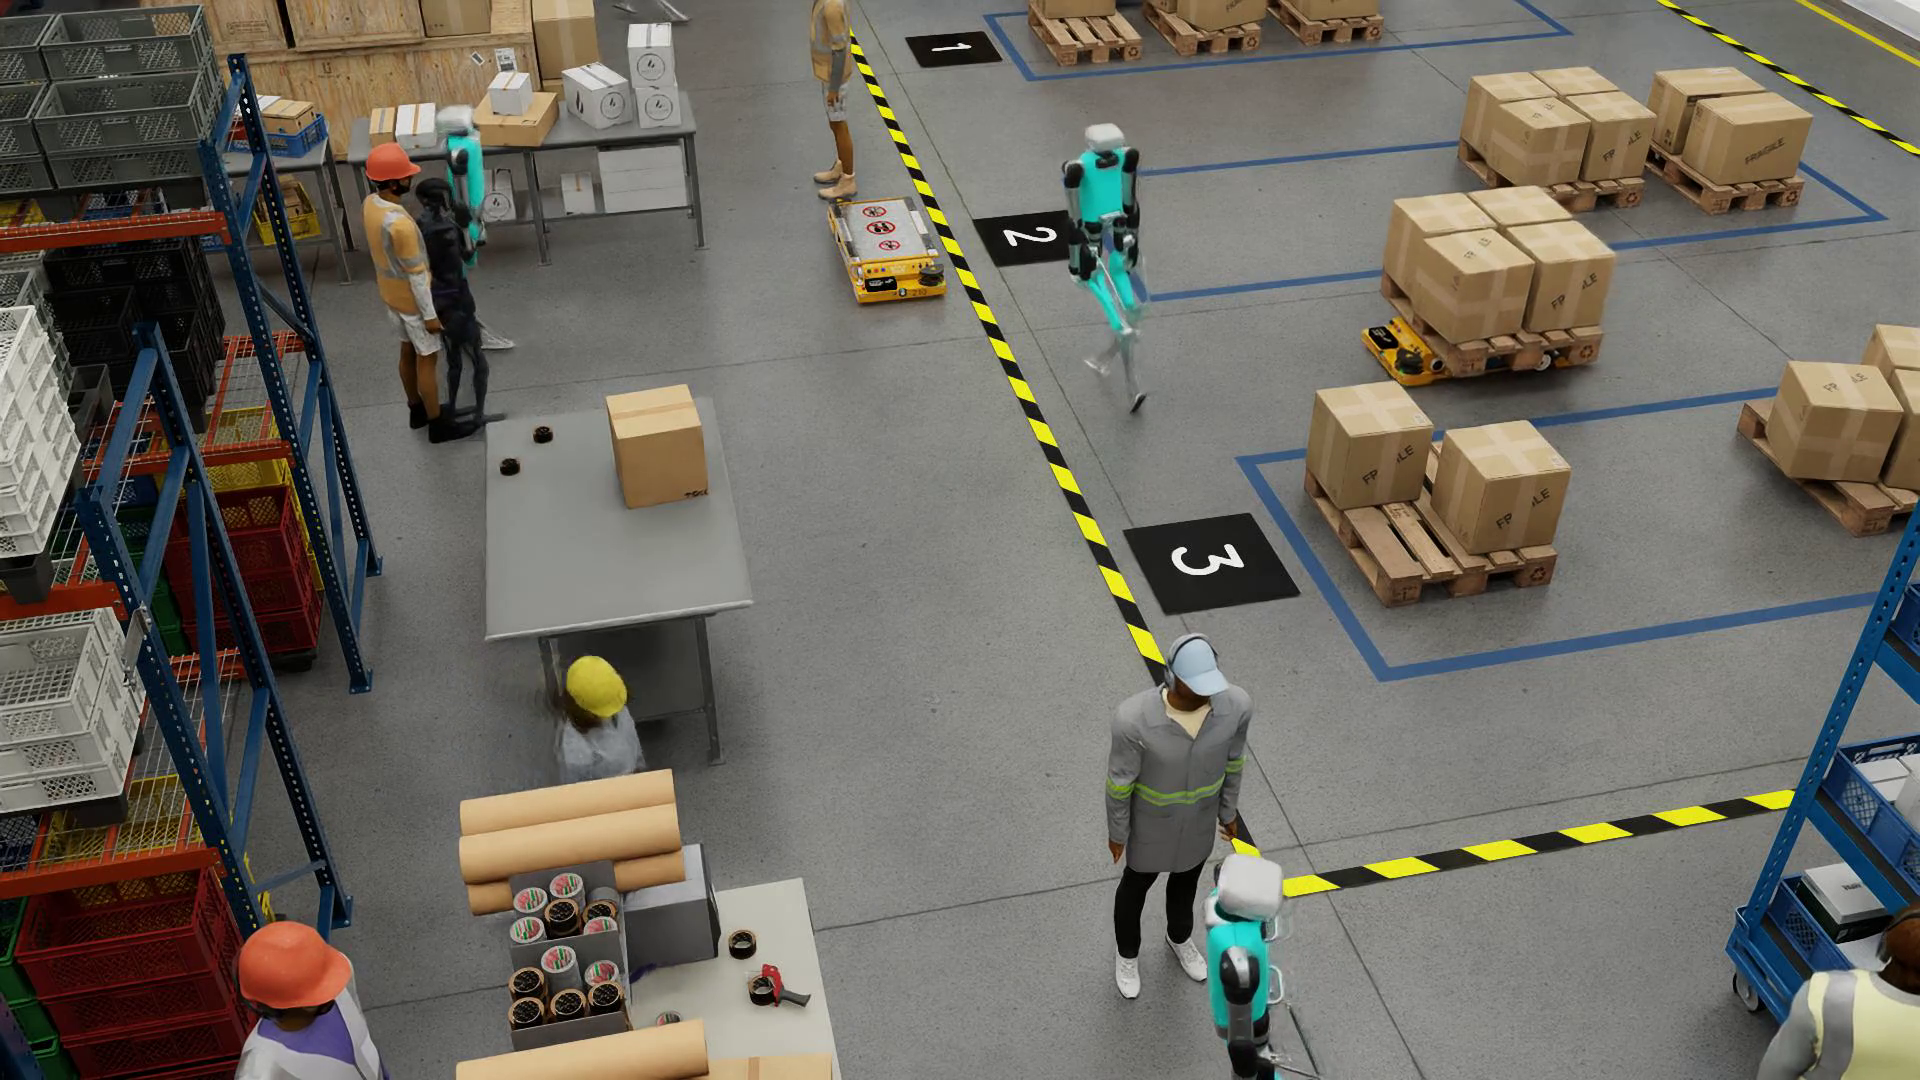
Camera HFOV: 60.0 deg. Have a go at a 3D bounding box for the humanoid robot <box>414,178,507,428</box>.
[{"bbox_3d":[-3.195,-1.478,10.368,0.367,1.646,0.587,-25,43,-30],"label":"humanoid robot"}]

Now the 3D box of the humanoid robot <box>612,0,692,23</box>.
[{"bbox_3d":[-3.205,-5.896,16.289,1.035,1.755,0.541,7,37,10],"label":"humanoid robot"}]

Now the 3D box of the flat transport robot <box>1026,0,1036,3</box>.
[{"bbox_3d":[1.331,-5.851,17.395,1.431,0.197,0.652,-8,37,-10],"label":"flat transport robot"}]

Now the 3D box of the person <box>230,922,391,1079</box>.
[{"bbox_3d":[-1.989,1.962,5.433,0.368,2.044,0.607,3,37,4],"label":"person"}]

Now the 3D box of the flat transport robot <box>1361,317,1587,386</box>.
[{"bbox_3d":[3.551,-1.378,11.382,1.431,0.197,0.652,-8,37,-10],"label":"flat transport robot"}]

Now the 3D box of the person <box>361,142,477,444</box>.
[{"bbox_3d":[-3.344,-1.505,10.179,0.375,1.936,0.547,-27,44,-31],"label":"person"}]

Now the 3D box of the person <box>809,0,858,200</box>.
[{"bbox_3d":[-1.028,-3.661,12.992,0.389,2.038,0.610,-4,37,-6],"label":"person"}]

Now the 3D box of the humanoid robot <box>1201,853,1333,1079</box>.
[{"bbox_3d":[1.166,1.800,5.912,1.008,1.737,0.540,3,37,4],"label":"humanoid robot"}]

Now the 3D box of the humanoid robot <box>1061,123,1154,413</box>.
[{"bbox_3d":[1.058,-1.676,10.607,0.556,1.776,0.966,-18,40,-22],"label":"humanoid robot"}]

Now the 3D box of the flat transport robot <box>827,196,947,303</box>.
[{"bbox_3d":[-0.570,-2.220,12.538,0.659,0.231,1.431,-8,37,-10],"label":"flat transport robot"}]

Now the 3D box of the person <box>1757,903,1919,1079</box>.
[{"bbox_3d":[3.014,1.918,5.664,0.619,1.837,0.431,10,38,13],"label":"person"}]

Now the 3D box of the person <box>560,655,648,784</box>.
[{"bbox_3d":[-1.527,1.075,6.900,0.666,1.702,0.528,3,37,5],"label":"person"}]

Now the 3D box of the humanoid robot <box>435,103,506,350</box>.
[{"bbox_3d":[-3.429,-2.053,11.002,0.742,1.695,0.530,-2,37,-3],"label":"humanoid robot"}]

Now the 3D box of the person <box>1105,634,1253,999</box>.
[{"bbox_3d":[0.866,1.119,6.723,0.588,1.852,0.371,-10,38,-13],"label":"person"}]

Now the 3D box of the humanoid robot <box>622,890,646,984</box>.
[{"bbox_3d":[-1.316,1.630,6.216,0.760,1.625,0.603,-6,37,-8],"label":"humanoid robot"}]
